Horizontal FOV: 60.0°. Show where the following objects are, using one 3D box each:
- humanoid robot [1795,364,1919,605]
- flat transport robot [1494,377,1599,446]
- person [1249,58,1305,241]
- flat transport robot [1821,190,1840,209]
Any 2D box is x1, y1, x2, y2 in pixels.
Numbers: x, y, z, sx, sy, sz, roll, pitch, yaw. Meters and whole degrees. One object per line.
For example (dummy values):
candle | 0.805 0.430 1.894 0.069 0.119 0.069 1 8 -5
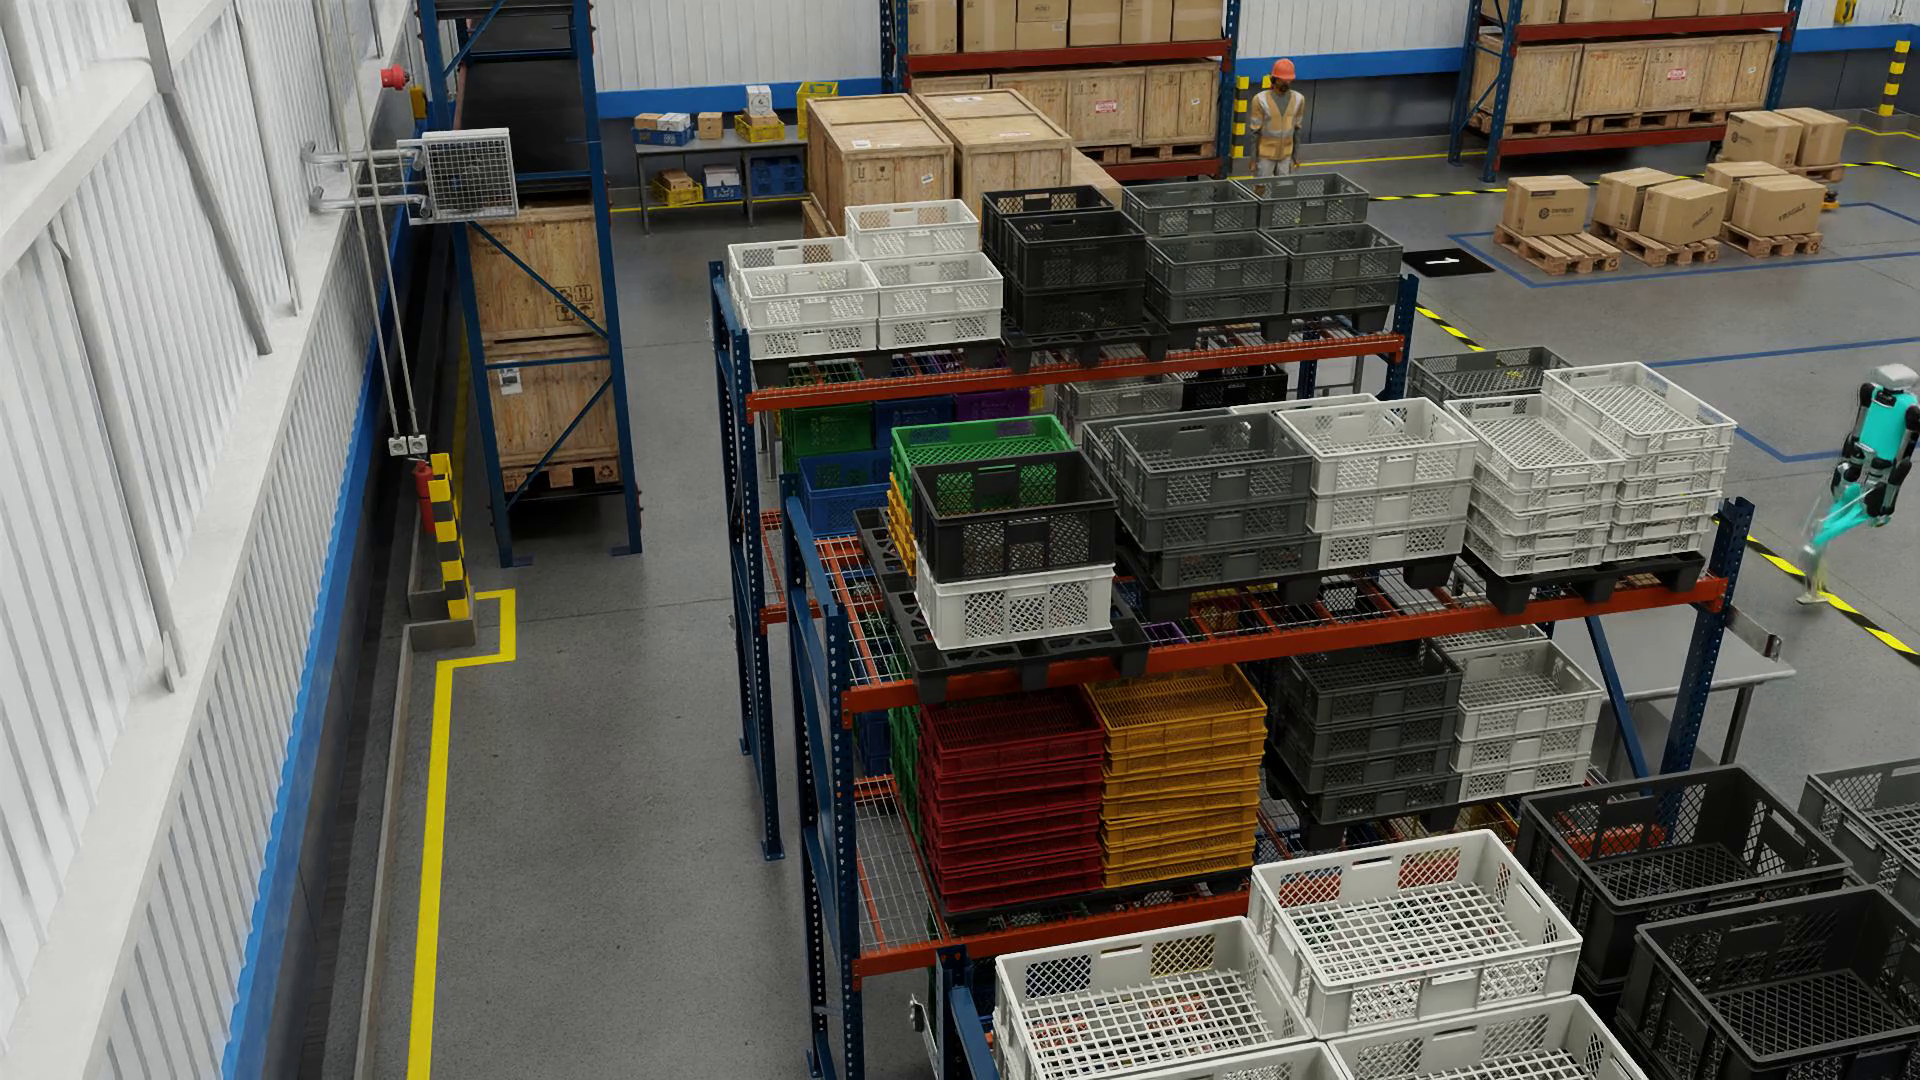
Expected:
humanoid robot | 5.827 -0.277 11.027 0.795 1.804 0.540 -6 28 -12
flat transport robot | 4.780 -1.036 14.013 0.659 0.231 1.431 -6 28 -12
person | 3.438 -4.219 18.149 0.607 2.046 0.365 -7 28 -12
flat transport robot | 9.900 -4.291 20.159 0.652 0.197 1.431 -6 28 -12
